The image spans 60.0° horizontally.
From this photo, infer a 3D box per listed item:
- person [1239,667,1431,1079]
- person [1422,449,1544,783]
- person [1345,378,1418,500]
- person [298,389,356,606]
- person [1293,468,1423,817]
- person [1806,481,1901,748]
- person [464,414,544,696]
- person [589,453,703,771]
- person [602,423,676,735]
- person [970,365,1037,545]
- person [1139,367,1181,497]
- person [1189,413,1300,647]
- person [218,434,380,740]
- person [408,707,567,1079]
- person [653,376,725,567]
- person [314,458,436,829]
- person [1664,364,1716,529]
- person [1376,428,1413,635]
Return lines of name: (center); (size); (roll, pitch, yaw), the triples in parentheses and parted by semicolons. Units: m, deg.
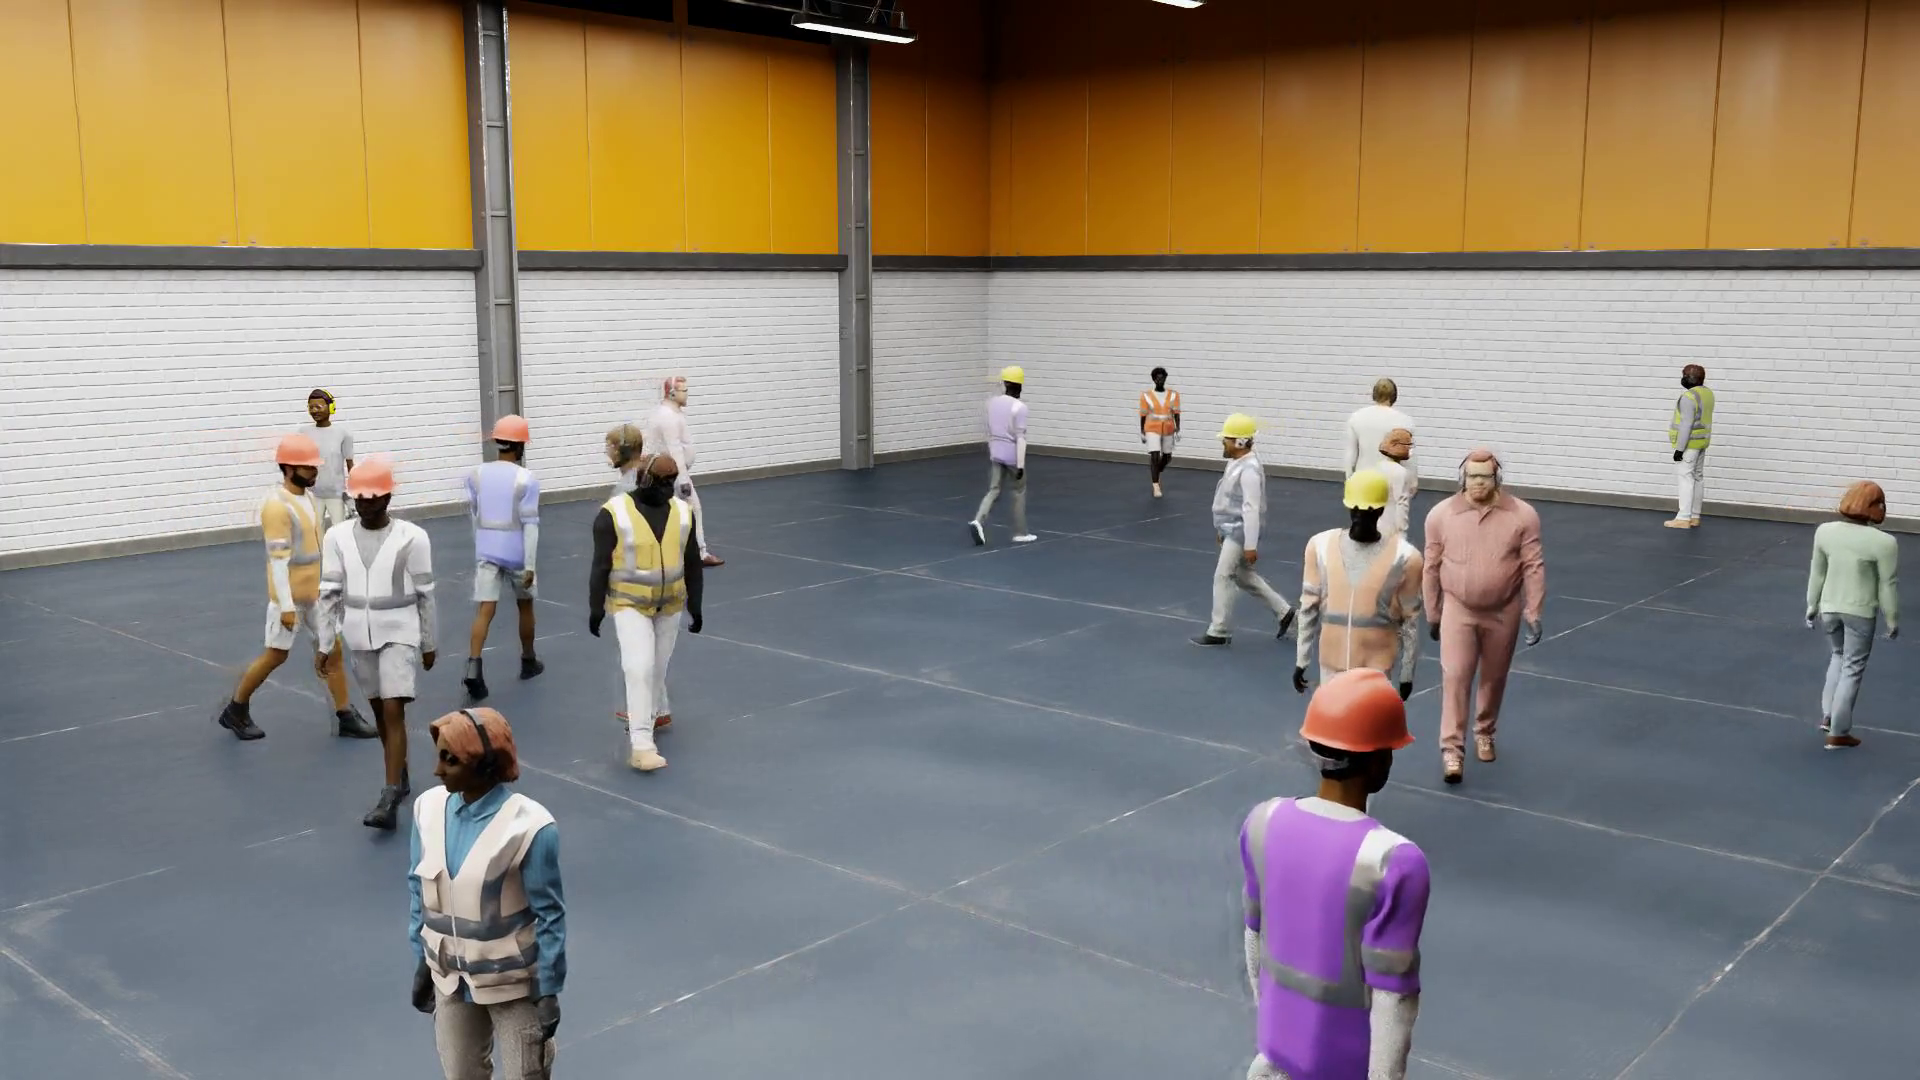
person: (0.901, 1.246, 4.126); (0.982, 1.892, 0.560); (-8, 12, -40)
person: (2.953, 0.417, 9.423); (0.648, 1.858, 0.961); (2, 9, 12)
person: (3.921, -0.566, 15.503); (0.654, 1.891, 1.033); (8, 12, 40)
person: (-5.440, -0.364, 14.273); (0.519, 1.874, 0.326); (0, 9, 1)
person: (2.022, 0.565, 8.360); (0.595, 1.902, 0.783); (5, 11, 31)
person: (5.373, 0.446, 9.977); (0.436, 1.616, 0.520); (-5, 10, -29)
person: (-3.124, 0.096, 11.337); (0.553, 1.898, 0.966); (1, 9, 9)
person: (-1.758, 0.414, 9.620); (0.666, 1.808, 0.795); (-7, 11, -37)
person: (-1.987, 0.242, 10.289); (0.423, 1.933, 0.688); (0, 9, -2)
person: (0.462, -0.883, 17.468); (0.599, 1.899, 0.842); (8, 12, 41)
person: (2.564, -1.413, 21.479); (0.533, 1.671, 0.741); (-1, 9, -7)
person: (2.192, -0.066, 12.624); (0.793, 1.809, 0.602); (1, 9, 6)
person: (-4.071, 0.296, 10.076); (0.976, 1.899, 0.560); (1, 9, 4)
person: (-1.347, 1.269, 4.754); (0.514, 1.636, 0.314); (4, 10, 24)
person: (-2.609, -0.621, 15.861); (0.861, 1.869, 0.666); (-1, 9, -7)
person: (-3.034, 0.531, 8.585); (0.553, 1.893, 0.955); (1, 9, 4)
person: (8.191, -1.051, 18.686); (0.633, 1.841, 0.429); (-9, 12, -43)
person: (3.426, -0.071, 13.182); (0.285, 1.631, 0.502); (-1, 9, -6)
